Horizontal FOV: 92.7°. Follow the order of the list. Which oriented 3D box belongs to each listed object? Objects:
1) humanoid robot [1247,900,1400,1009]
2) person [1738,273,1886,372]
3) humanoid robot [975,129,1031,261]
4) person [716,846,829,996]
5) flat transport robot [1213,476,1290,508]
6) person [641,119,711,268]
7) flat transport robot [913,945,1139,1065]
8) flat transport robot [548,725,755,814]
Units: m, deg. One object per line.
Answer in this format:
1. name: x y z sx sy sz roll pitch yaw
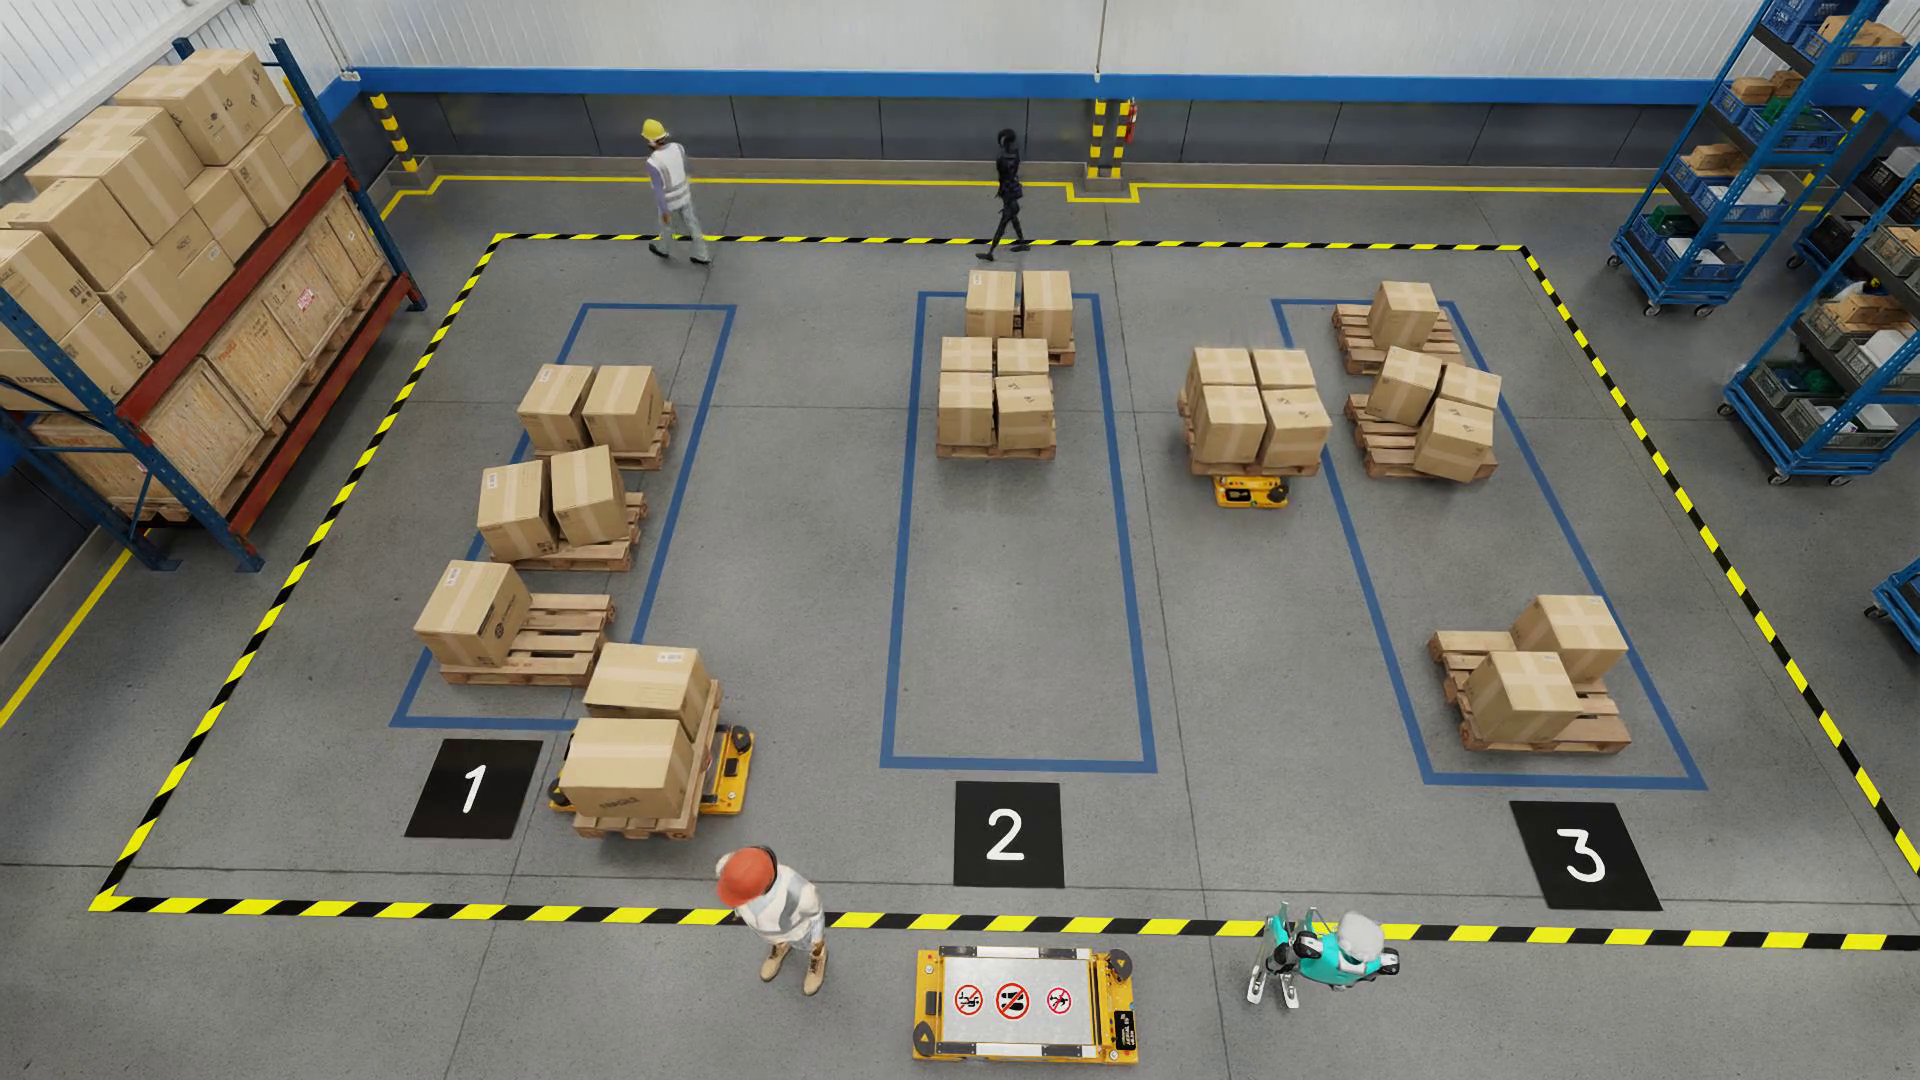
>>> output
1. humanoid robot: 2.113 2.389 5.505 0.533 1.676 0.735 9 51 7
2. person: 8.454 -1.988 9.087 0.536 1.850 0.576 -31 57 -23
3. humanoid robot: 0.543 -4.124 10.960 0.759 1.621 0.588 -8 51 -6
4. person: -1.101 2.286 5.480 0.613 2.039 0.380 15 52 12
5. flat transport robot: 2.835 -0.922 9.220 0.652 0.197 1.431 1 51 1
6. person: -3.478 -4.085 10.826 0.886 1.795 0.622 24 55 18
7. flat transport robot: 0.422 3.041 6.007 1.431 0.231 0.659 1 51 1
8. flat transport robot: -2.356 1.746 7.044 1.431 0.197 0.652 1 51 1
